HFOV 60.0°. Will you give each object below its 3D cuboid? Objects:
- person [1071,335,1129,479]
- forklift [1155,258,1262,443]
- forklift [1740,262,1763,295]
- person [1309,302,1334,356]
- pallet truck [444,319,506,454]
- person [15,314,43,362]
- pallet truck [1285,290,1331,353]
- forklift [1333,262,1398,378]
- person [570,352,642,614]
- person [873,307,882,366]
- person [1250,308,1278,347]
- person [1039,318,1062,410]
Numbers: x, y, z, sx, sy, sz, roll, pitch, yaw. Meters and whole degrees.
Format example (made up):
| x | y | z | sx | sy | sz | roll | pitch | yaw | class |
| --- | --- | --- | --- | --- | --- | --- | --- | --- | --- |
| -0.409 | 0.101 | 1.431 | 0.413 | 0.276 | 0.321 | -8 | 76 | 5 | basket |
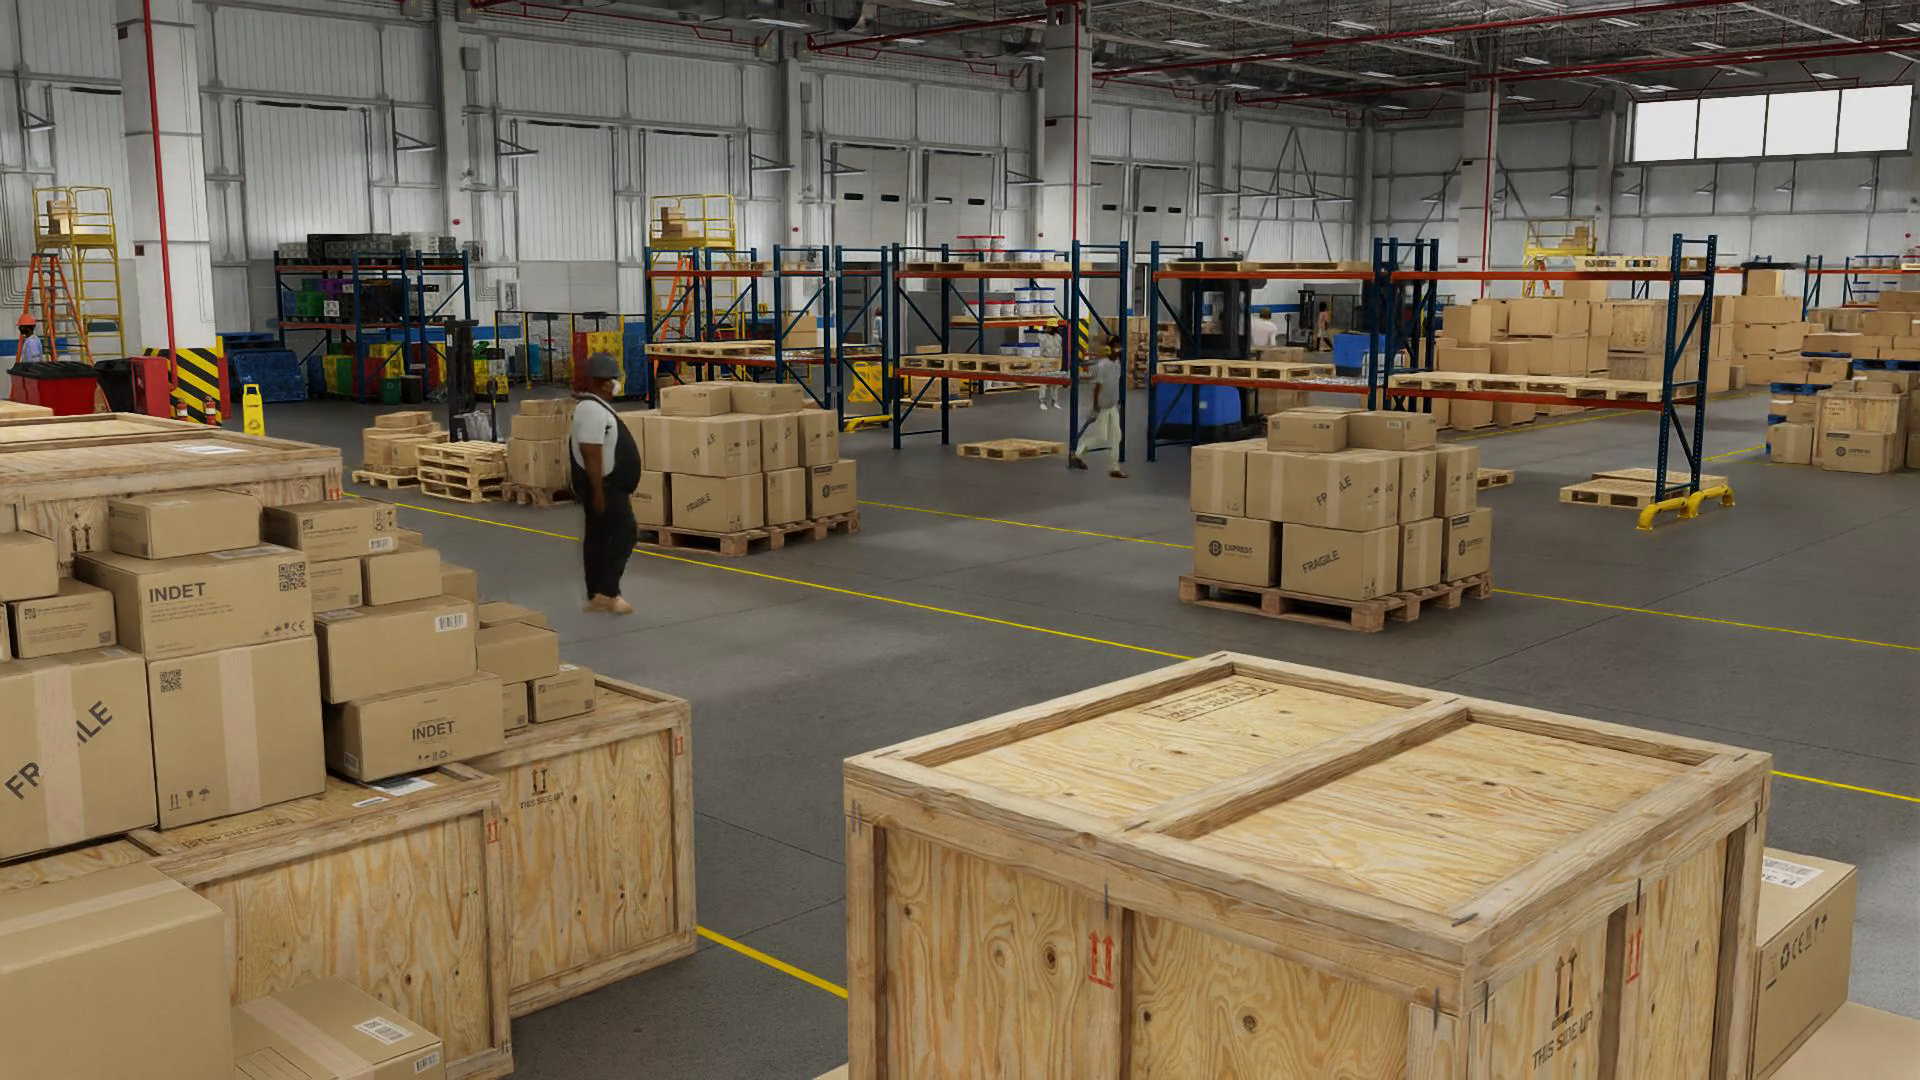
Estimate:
| x | y | z | sx | sy | sz | roll | pitch | yaw | class |
| --- | --- | --- | --- | --- | --- | --- | --- | --- | --- |
| 1.801 | -1.700 | 21.181 | 0.728 | 1.835 | 0.583 | 7 | 12 | 38 | person |
| 3.838 | -2.967 | 25.736 | 1.129 | 2.768 | 1.873 | 6 | 11 | 31 | forklift |
| 20.954 | -5.976 | 44.185 | 1.873 | 2.768 | 1.129 | 7 | 12 | 36 | forklift |
| 11.143 | -6.439 | 50.769 | 0.838 | 1.661 | 0.531 | 0 | 9 | -2 | person |
| -6.981 | -1.942 | 22.150 | 1.885 | 1.965 | 0.823 | 1 | 9 | 9 | pallet truck |
| -14.775 | -2.619 | 26.482 | 0.356 | 1.939 | 0.543 | -6 | 11 | -32 | person |
| 11.297 | -6.951 | 52.861 | 1.885 | 1.965 | 0.823 | -5 | 11 | -29 | pallet truck |
| 10.062 | -5.323 | 40.178 | 1.873 | 2.768 | 1.129 | -5 | 11 | -29 | forklift |
| -2.699 | -0.434 | 12.771 | 0.560 | 2.000 | 0.704 | -2 | 10 | -13 | person |
| -2.168 | -5.388 | 44.410 | 0.314 | 1.633 | 0.520 | -1 | 9 | -6 | person |
| 6.064 | -3.692 | 33.260 | 0.626 | 1.887 | 1.047 | 6 | 11 | 33 | person |
| 1.729 | -3.331 | 31.477 | 0.488 | 1.736 | 0.323 | -5 | 11 | -28 | person |
